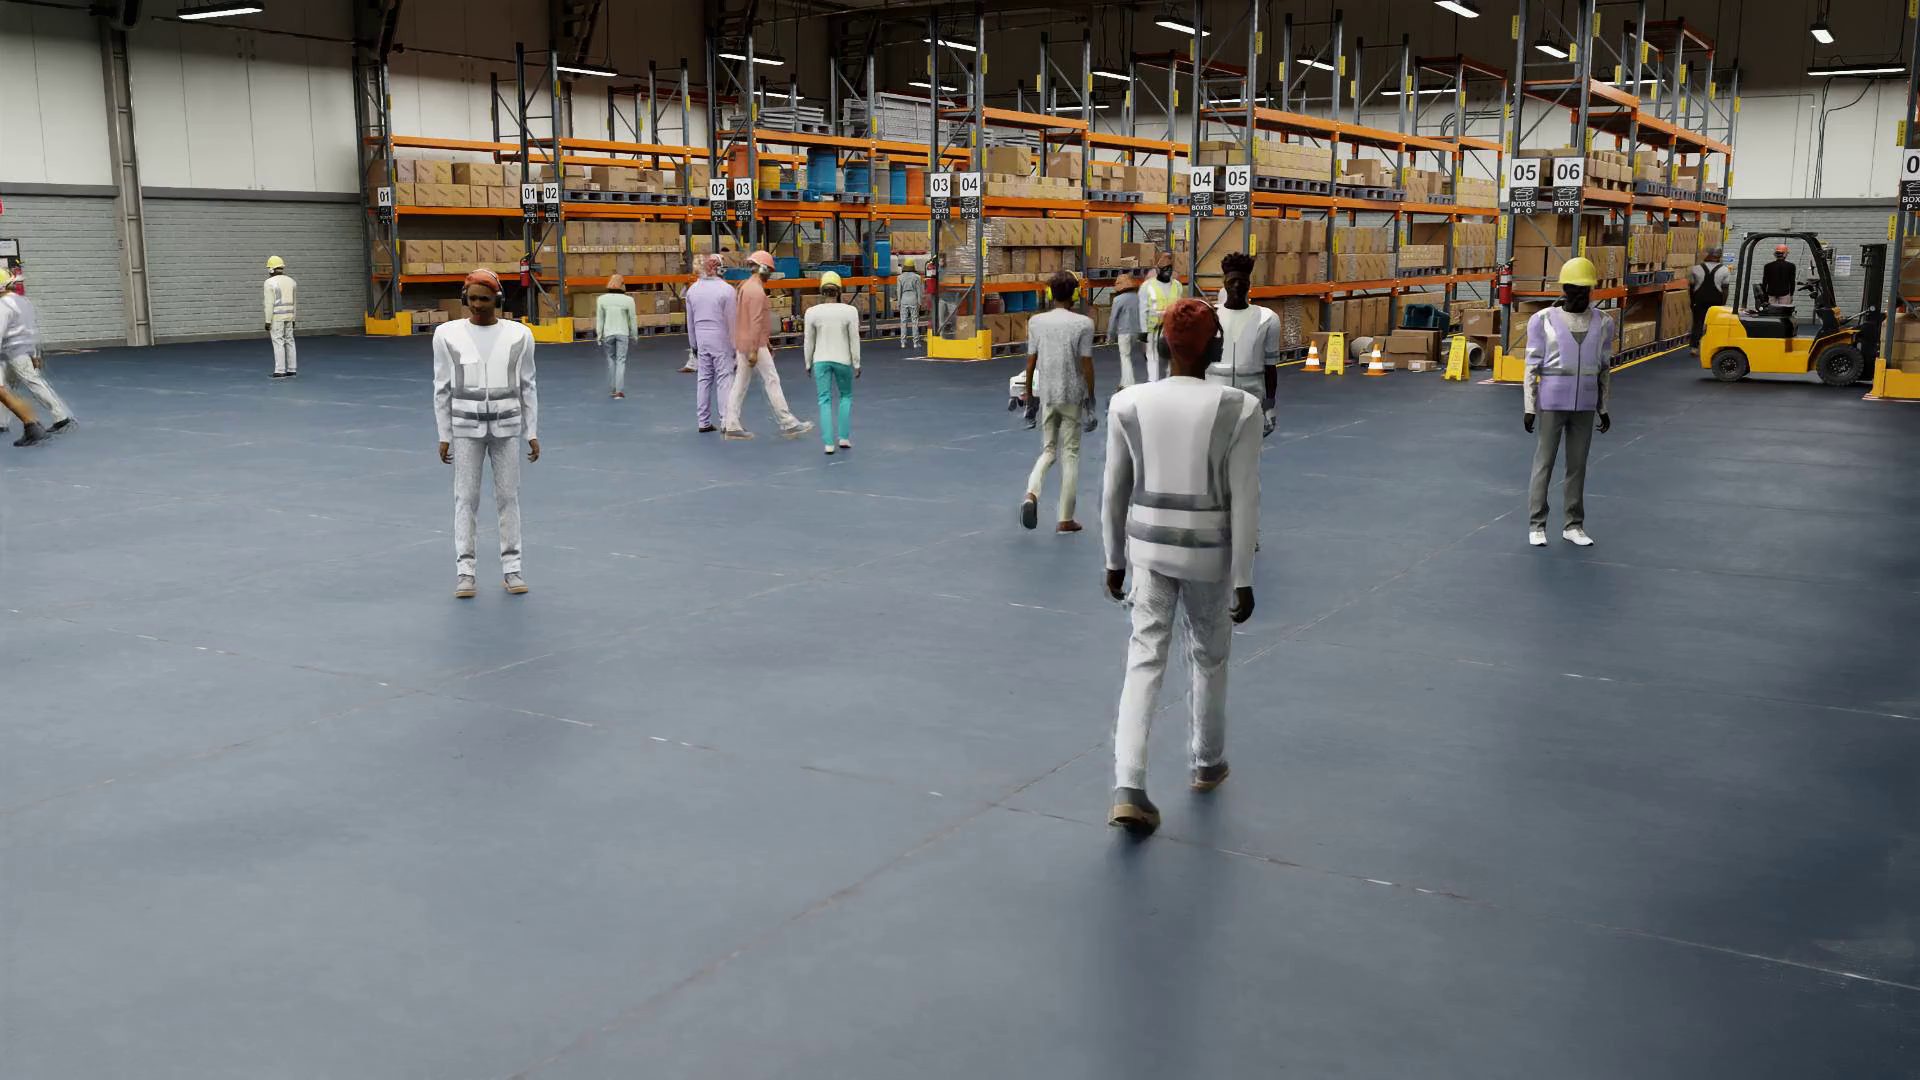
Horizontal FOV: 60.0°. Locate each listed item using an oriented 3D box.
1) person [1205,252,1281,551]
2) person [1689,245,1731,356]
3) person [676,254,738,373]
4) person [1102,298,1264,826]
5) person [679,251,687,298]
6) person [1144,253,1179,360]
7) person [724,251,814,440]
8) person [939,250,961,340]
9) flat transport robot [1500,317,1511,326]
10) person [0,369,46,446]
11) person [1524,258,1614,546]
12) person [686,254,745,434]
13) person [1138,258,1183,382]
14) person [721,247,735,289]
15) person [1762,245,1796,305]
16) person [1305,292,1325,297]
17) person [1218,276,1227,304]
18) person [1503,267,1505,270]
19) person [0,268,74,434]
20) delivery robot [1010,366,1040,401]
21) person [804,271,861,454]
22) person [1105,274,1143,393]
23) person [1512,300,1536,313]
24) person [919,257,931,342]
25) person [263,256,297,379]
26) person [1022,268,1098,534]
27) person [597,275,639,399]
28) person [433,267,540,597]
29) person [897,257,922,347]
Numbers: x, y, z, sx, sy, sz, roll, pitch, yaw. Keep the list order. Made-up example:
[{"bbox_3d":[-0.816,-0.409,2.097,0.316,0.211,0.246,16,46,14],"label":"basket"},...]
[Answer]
[{"bbox_3d":[1.796,-0.906,10.971,0.607,1.966,0.367,1,10,7],"label":"person"},{"bbox_3d":[13.423,-4.311,29.838,0.682,2.000,1.007,6,12,31],"label":"person"},{"bbox_3d":[-3.924,-3.537,26.042,0.969,1.859,0.637,-4,11,-19],"label":"person"},{"bbox_3d":[0.760,0.071,5.866,0.589,1.844,0.964,4,11,22],"label":"person"},{"bbox_3d":[-7.096,-6.526,42.824,0.548,1.829,0.849,9,13,41],"label":"person"},{"bbox_3d":[3.495,-4.036,28.795,0.648,1.869,0.960,6,12,31],"label":"person"},{"bbox_3d":[-2.017,-2.002,17.190,0.959,1.934,0.606,-5,11,-26],"label":"person"},{"bbox_3d":[-0.233,-4.513,31.391,0.636,1.898,0.997,3,11,18],"label":"person"},{"bbox_3d":[13.428,-5.236,39.976,0.652,0.197,1.431,0,10,-1],"label":"flat transport robot"},{"bbox_3d":[-9.654,-1.831,16.429,1.000,1.889,0.557,-3,11,-16],"label":"person"},{"bbox_3d":[4.069,-0.914,11.126,0.594,1.925,0.372,-1,10,-4],"label":"person"},{"bbox_3d":[-2.593,-2.088,17.761,0.652,1.906,0.404,6,12,29],"label":"person"},{"bbox_3d":[2.590,-2.683,21.301,0.621,1.830,0.479,-2,10,-13],"label":"person"},{"bbox_3d":[-5.990,-6.557,42.760,0.590,1.920,0.398,8,13,37],"label":"person"},{"bbox_3d":[16.667,-5.011,33.891,0.612,1.991,0.391,6,12,29],"label":"person"},{"bbox_3d":[7.880,-5.463,36.660,0.639,1.911,0.406,7,12,34],"label":"person"},{"bbox_3d":[4.059,-3.250,25.041,0.279,1.632,0.539,-5,11,-25],"label":"person"},{"bbox_3d":[13.124,-5.932,39.437,0.515,1.858,0.325,5,11,26],"label":"person"},{"bbox_3d":[-9.946,-1.985,17.584,0.951,1.783,0.598,-3,11,-16],"label":"person"},{"bbox_3d":[0.876,-1.905,20.261,0.477,0.478,0.707,4,11,23],"label":"delivery robot"},{"bbox_3d":[-1.229,-1.719,16.112,0.553,1.743,0.621,0,10,0],"label":"person"},{"bbox_3d":[2.149,-2.729,22.155,0.516,1.613,0.585,-9,13,-41],"label":"person"},{"bbox_3d":[12.008,-5.298,35.461,0.615,2.018,0.858,3,11,16],"label":"person"},{"bbox_3d":[-0.638,-4.902,33.990,0.831,1.727,0.542,-10,14,-44],"label":"person"},{"bbox_3d":[-10.178,-3.321,24.873,0.404,1.832,0.600,4,11,19],"label":"person"},{"bbox_3d":[0.681,-0.940,11.495,0.528,1.855,0.529,6,12,29],"label":"person"},{"bbox_3d":[-4.487,-2.674,21.875,0.523,1.606,0.678,1,10,3],"label":"person"},{"bbox_3d":[-2.717,-0.615,9.570,0.574,1.886,0.361,-4,11,-19],"label":"person"},{"bbox_3d":[-0.977,-4.620,32.392,0.491,1.746,0.285,2,10,9],"label":"person"}]
